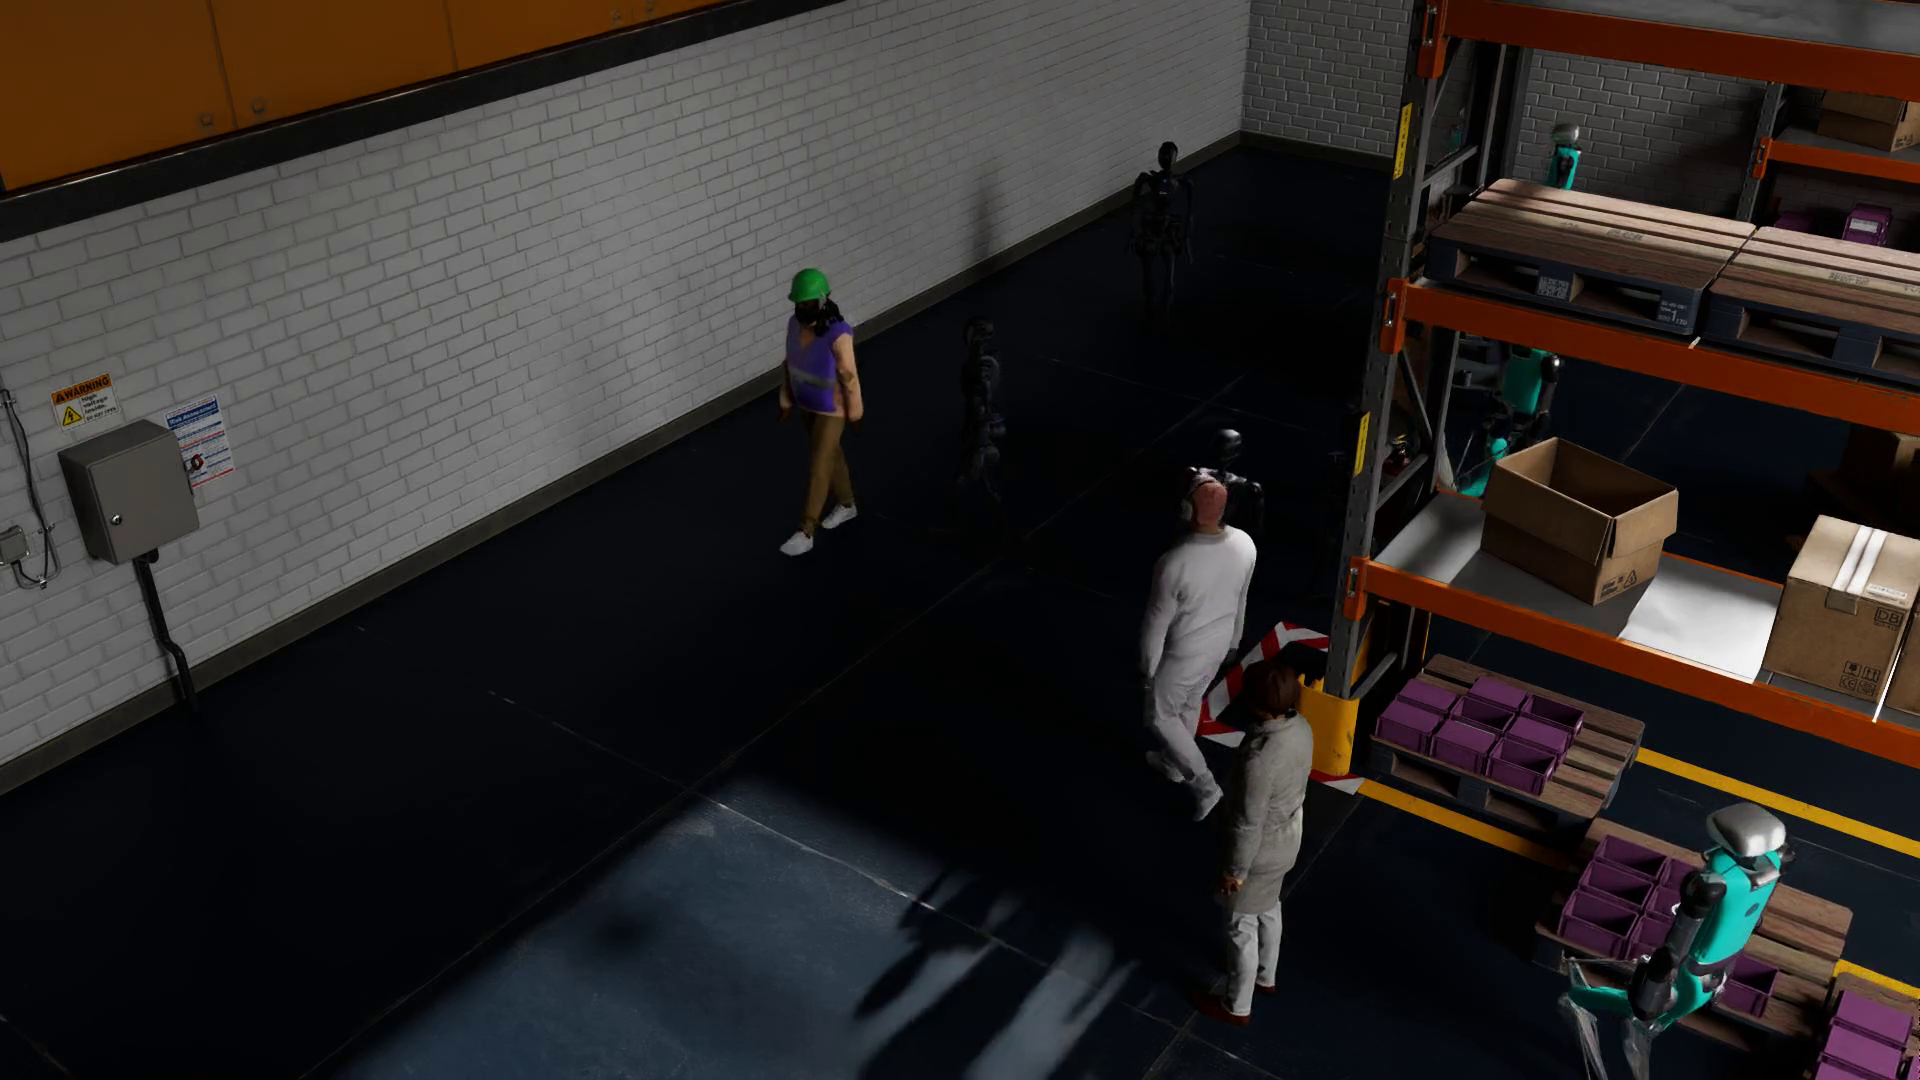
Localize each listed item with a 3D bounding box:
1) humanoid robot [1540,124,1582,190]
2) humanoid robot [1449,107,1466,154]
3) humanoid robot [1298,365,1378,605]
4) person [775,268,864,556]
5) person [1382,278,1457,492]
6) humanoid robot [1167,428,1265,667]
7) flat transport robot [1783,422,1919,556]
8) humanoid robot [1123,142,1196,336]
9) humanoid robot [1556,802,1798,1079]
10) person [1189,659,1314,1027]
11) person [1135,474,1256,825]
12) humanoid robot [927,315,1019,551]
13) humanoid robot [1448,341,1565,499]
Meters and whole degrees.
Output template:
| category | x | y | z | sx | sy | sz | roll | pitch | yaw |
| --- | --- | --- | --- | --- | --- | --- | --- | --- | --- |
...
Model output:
| category | x | y | z | sx | sy | sz | roll | pitch | yaw |
| --- | --- | --- | --- | --- | --- | --- | --- | --- | --- |
| humanoid robot | 4.892 | -2.694 | 14.253 | 0.921 | 1.764 | 0.571 | 9 | 31 | 15 |
| humanoid robot | 4.533 | -2.923 | 14.650 | 0.984 | 1.767 | 0.560 | -1 | 30 | -1 |
| humanoid robot | 2.455 | -0.330 | 10.218 | 0.626 | 1.639 | 0.584 | -5 | 30 | -9 |
| person | -1.002 | -0.841 | 10.862 | 0.573 | 1.895 | 0.913 | 25 | 38 | 37 |
| person | 3.178 | -1.005 | 11.224 | 0.922 | 1.829 | 0.587 | -7 | 31 | -12 |
| humanoid robot | 1.405 | 0.132 | 9.463 | 0.603 | 1.639 | 0.787 | 15 | 33 | 24 |
| flat transport robot | 6.251 | 0.087 | 10.888 | 1.431 | 0.231 | 0.659 | -2 | 30 | -4 |
| humanoid robot | 1.695 | -2.574 | 14.140 | 0.600 | 1.618 | 0.810 | 5 | 30 | 9 |
| humanoid robot | 2.752 | 1.724 | 6.679 | 0.540 | 1.881 | 0.743 | -16 | 34 | -25 |
| person | 1.289 | 1.315 | 7.210 | 0.364 | 1.824 | 0.516 | 18 | 34 | 28 |
| person | 1.198 | 0.563 | 8.450 | 0.658 | 1.884 | 0.690 | -21 | 36 | -32 |
| humanoid robot | 0.082 | -0.672 | 10.815 | 0.681 | 1.638 | 0.599 | -4 | 30 | -7 |
| humanoid robot | 3.285 | -0.549 | 10.563 | 0.928 | 1.767 | 0.553 | -10 | 31 | -16 |
